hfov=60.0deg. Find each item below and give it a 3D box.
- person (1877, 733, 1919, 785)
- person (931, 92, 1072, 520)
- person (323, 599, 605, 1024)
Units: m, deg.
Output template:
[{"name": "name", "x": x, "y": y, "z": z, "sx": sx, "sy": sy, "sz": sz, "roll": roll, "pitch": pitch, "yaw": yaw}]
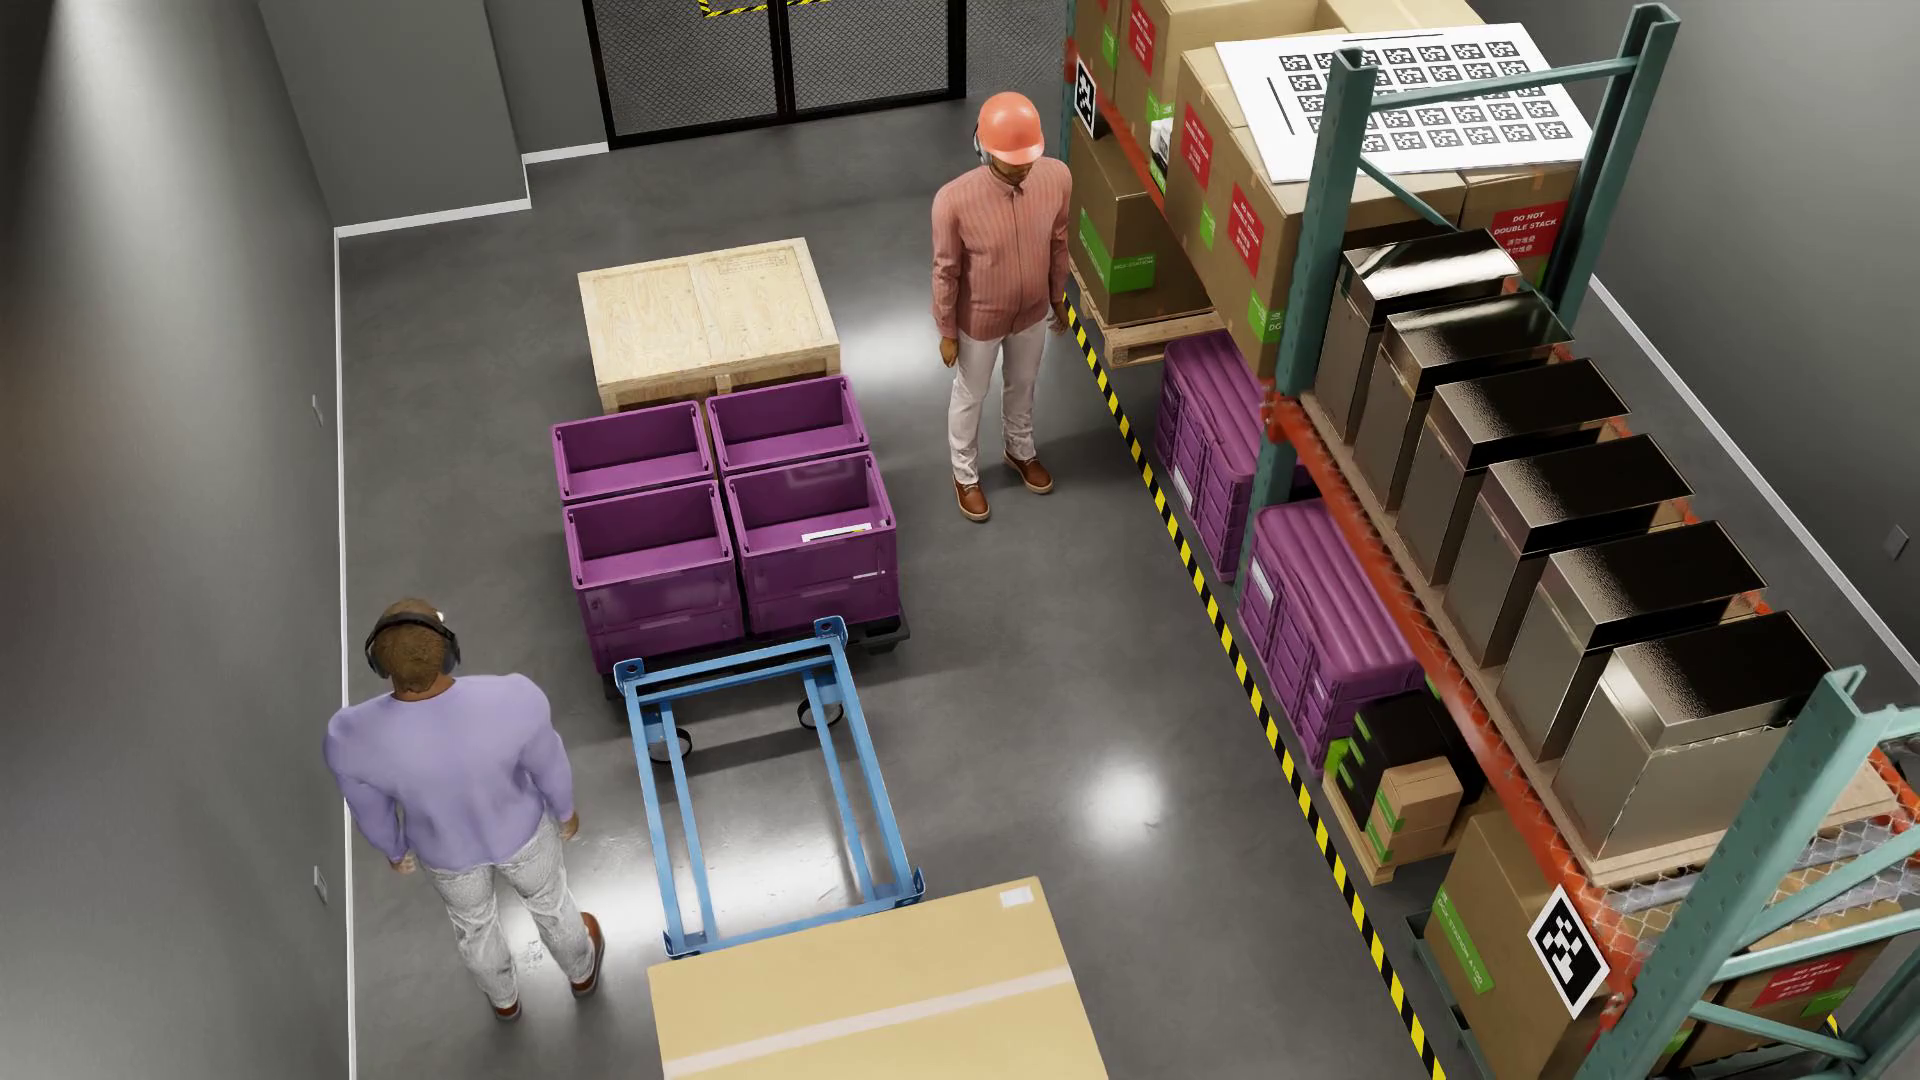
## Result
[{"name": "person", "x": 3.642, "y": 0.483, "z": 5.546, "sx": 0.608, "sy": 1.789, "sz": 0.934, "roll": -16, "pitch": 49, "yaw": -14}, {"name": "person", "x": 0.176, "y": -0.924, "z": 6.698, "sx": 0.612, "sy": 1.995, "sz": 0.382, "roll": -22, "pitch": 51, "yaw": -19}, {"name": "person", "x": -1.475, "y": 0.874, "z": 5.084, "sx": 0.629, "sy": 1.939, "sz": 0.372, "roll": -12, "pitch": 49, "yaw": -11}]
